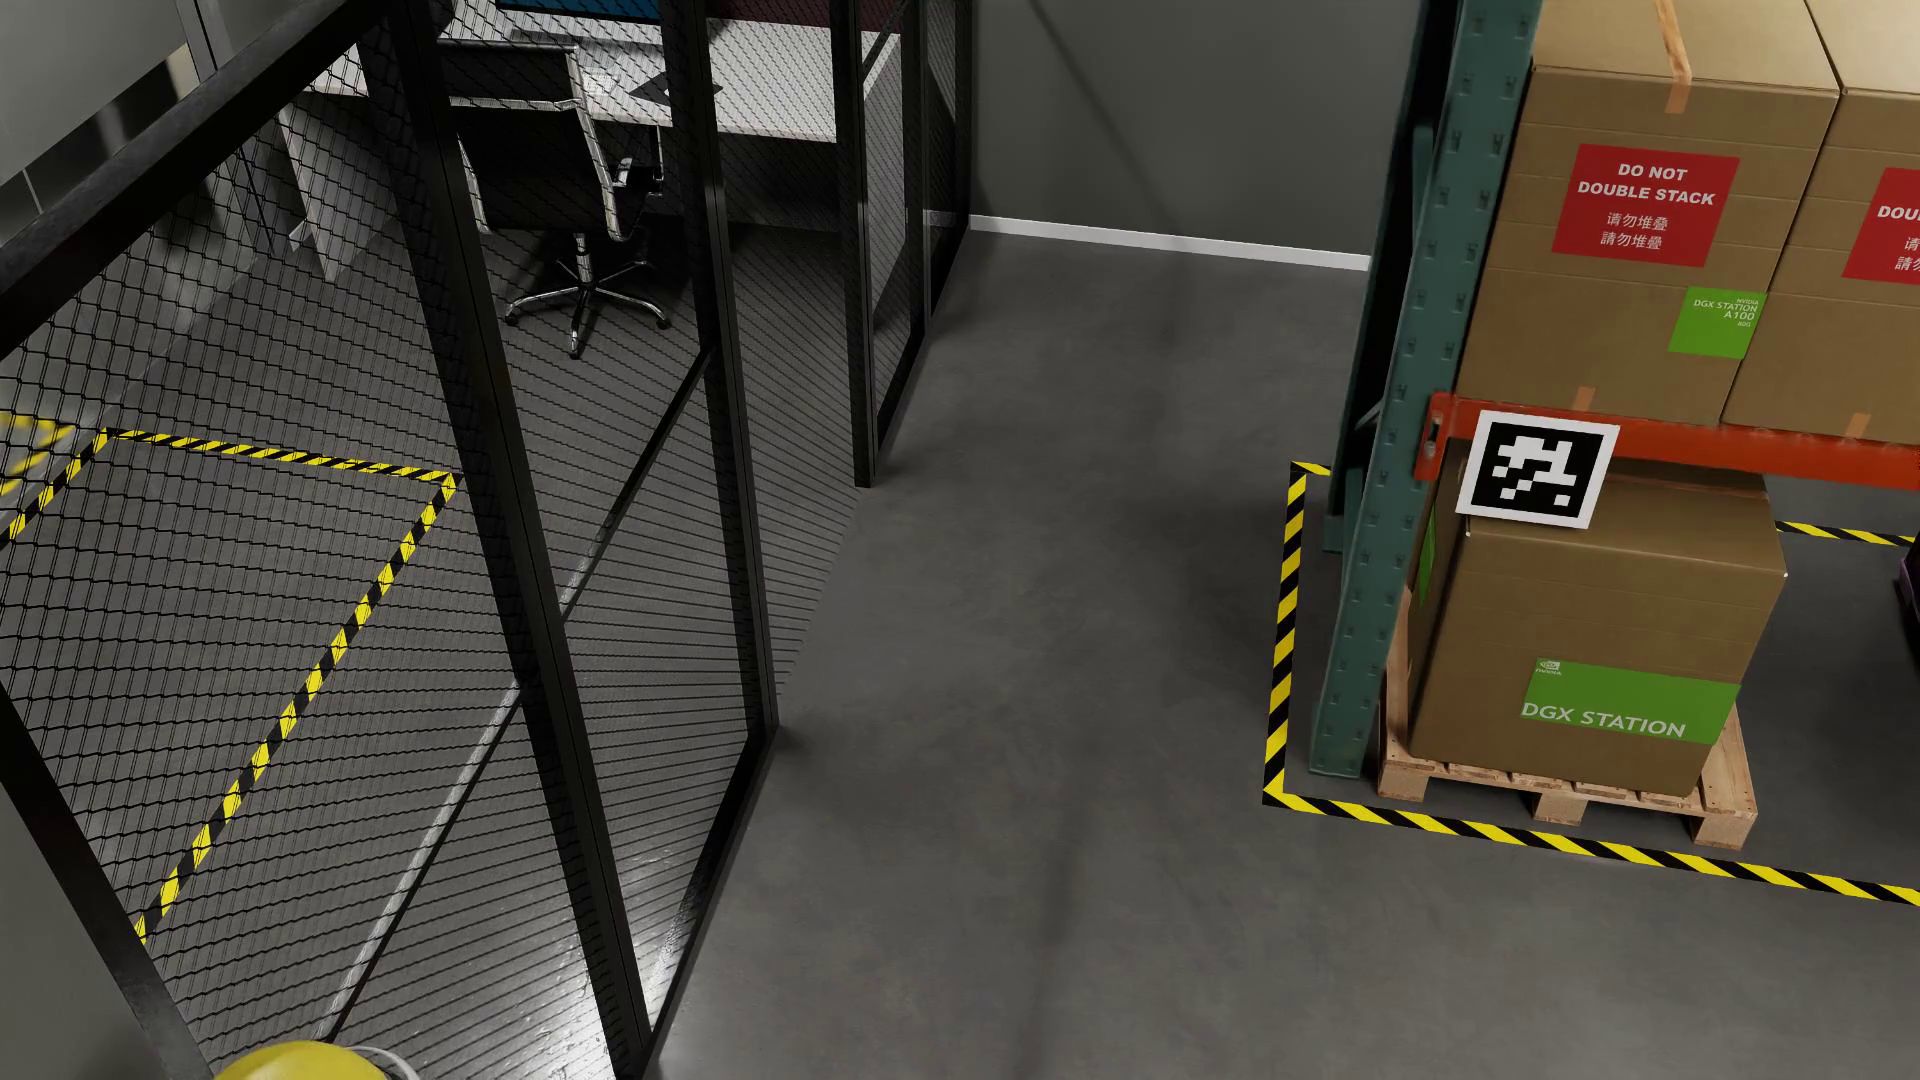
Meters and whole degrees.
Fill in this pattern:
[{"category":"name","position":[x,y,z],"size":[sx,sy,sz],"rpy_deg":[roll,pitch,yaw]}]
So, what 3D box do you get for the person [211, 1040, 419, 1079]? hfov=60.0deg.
[{"category":"person","position":[-0.677,1.220,2.173],"size":[0.590,1.833,0.404],"rpy_deg":[12,42,14]}]
